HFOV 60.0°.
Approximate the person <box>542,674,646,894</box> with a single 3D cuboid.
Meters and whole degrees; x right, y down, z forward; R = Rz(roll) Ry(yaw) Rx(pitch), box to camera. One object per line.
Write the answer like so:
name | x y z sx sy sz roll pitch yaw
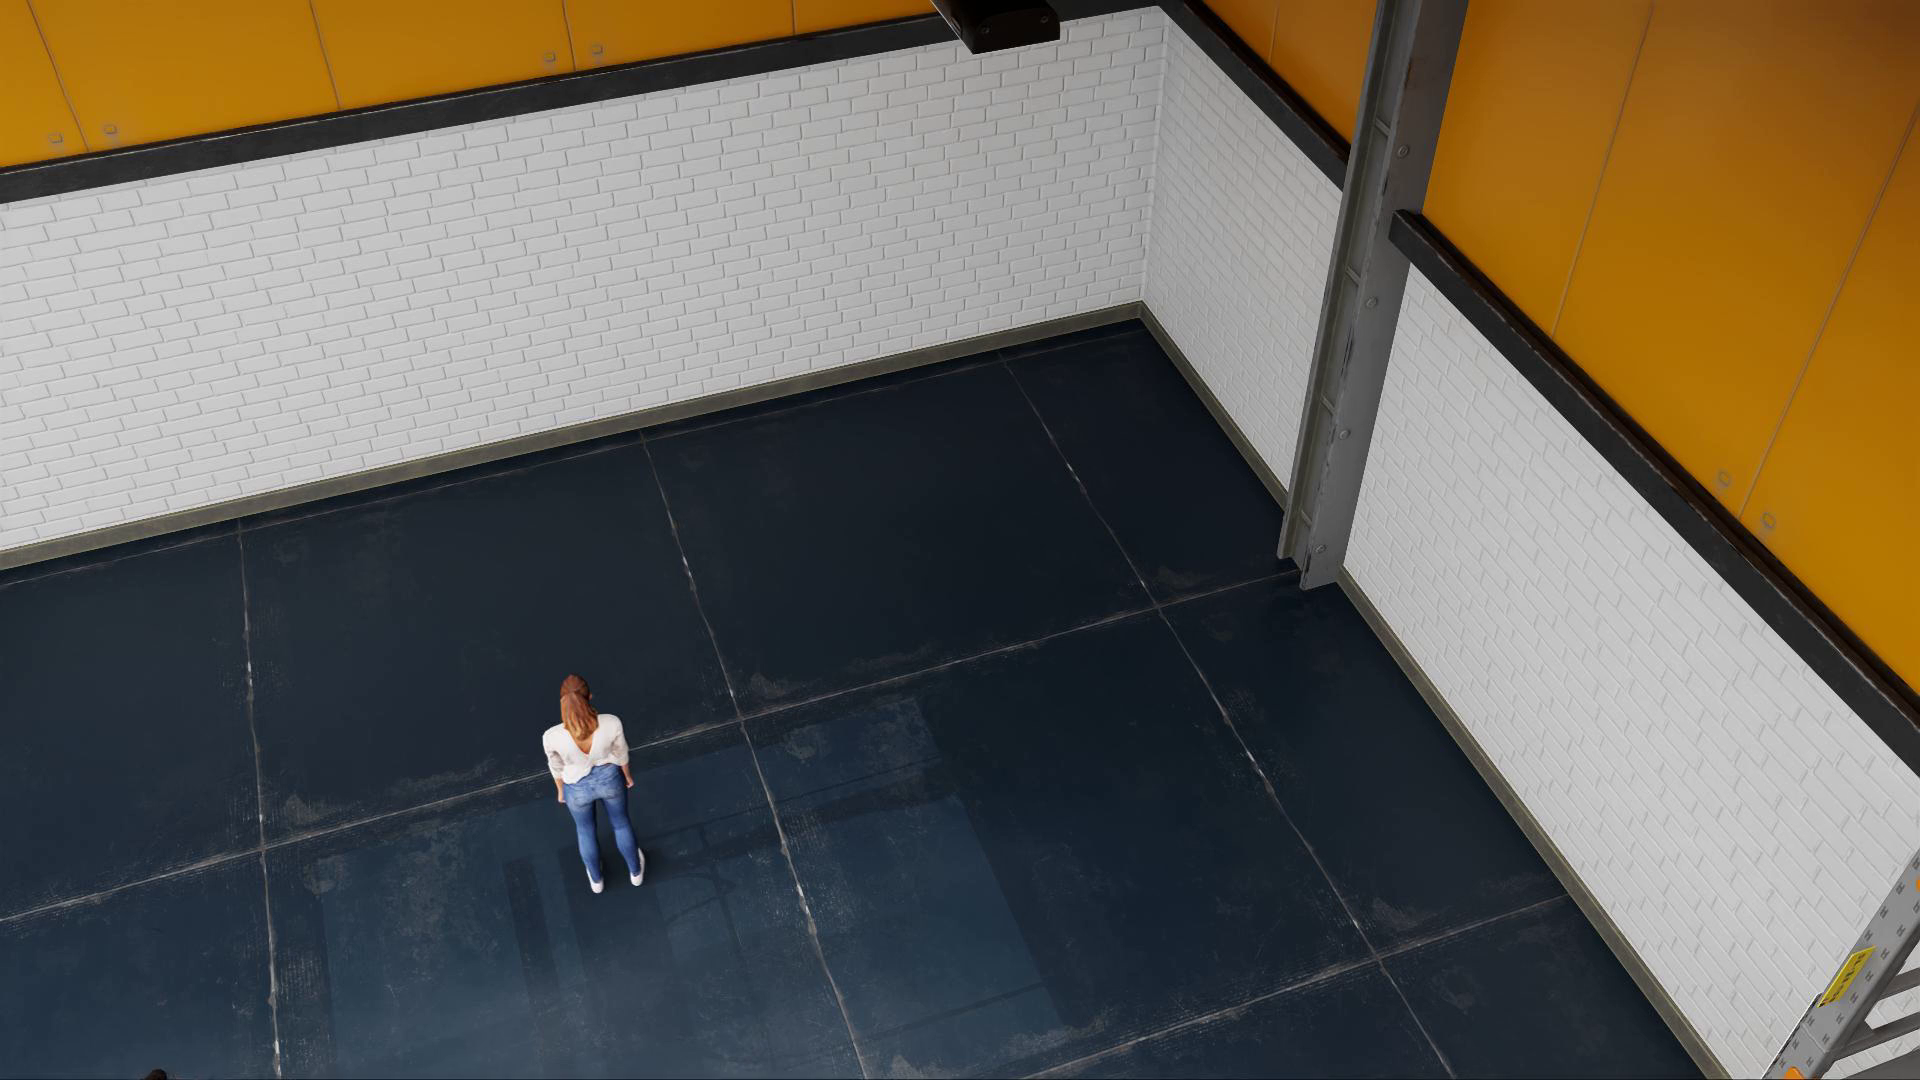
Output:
person | -2.068 1.394 9.410 0.587 1.721 0.499 -14 45 -14
